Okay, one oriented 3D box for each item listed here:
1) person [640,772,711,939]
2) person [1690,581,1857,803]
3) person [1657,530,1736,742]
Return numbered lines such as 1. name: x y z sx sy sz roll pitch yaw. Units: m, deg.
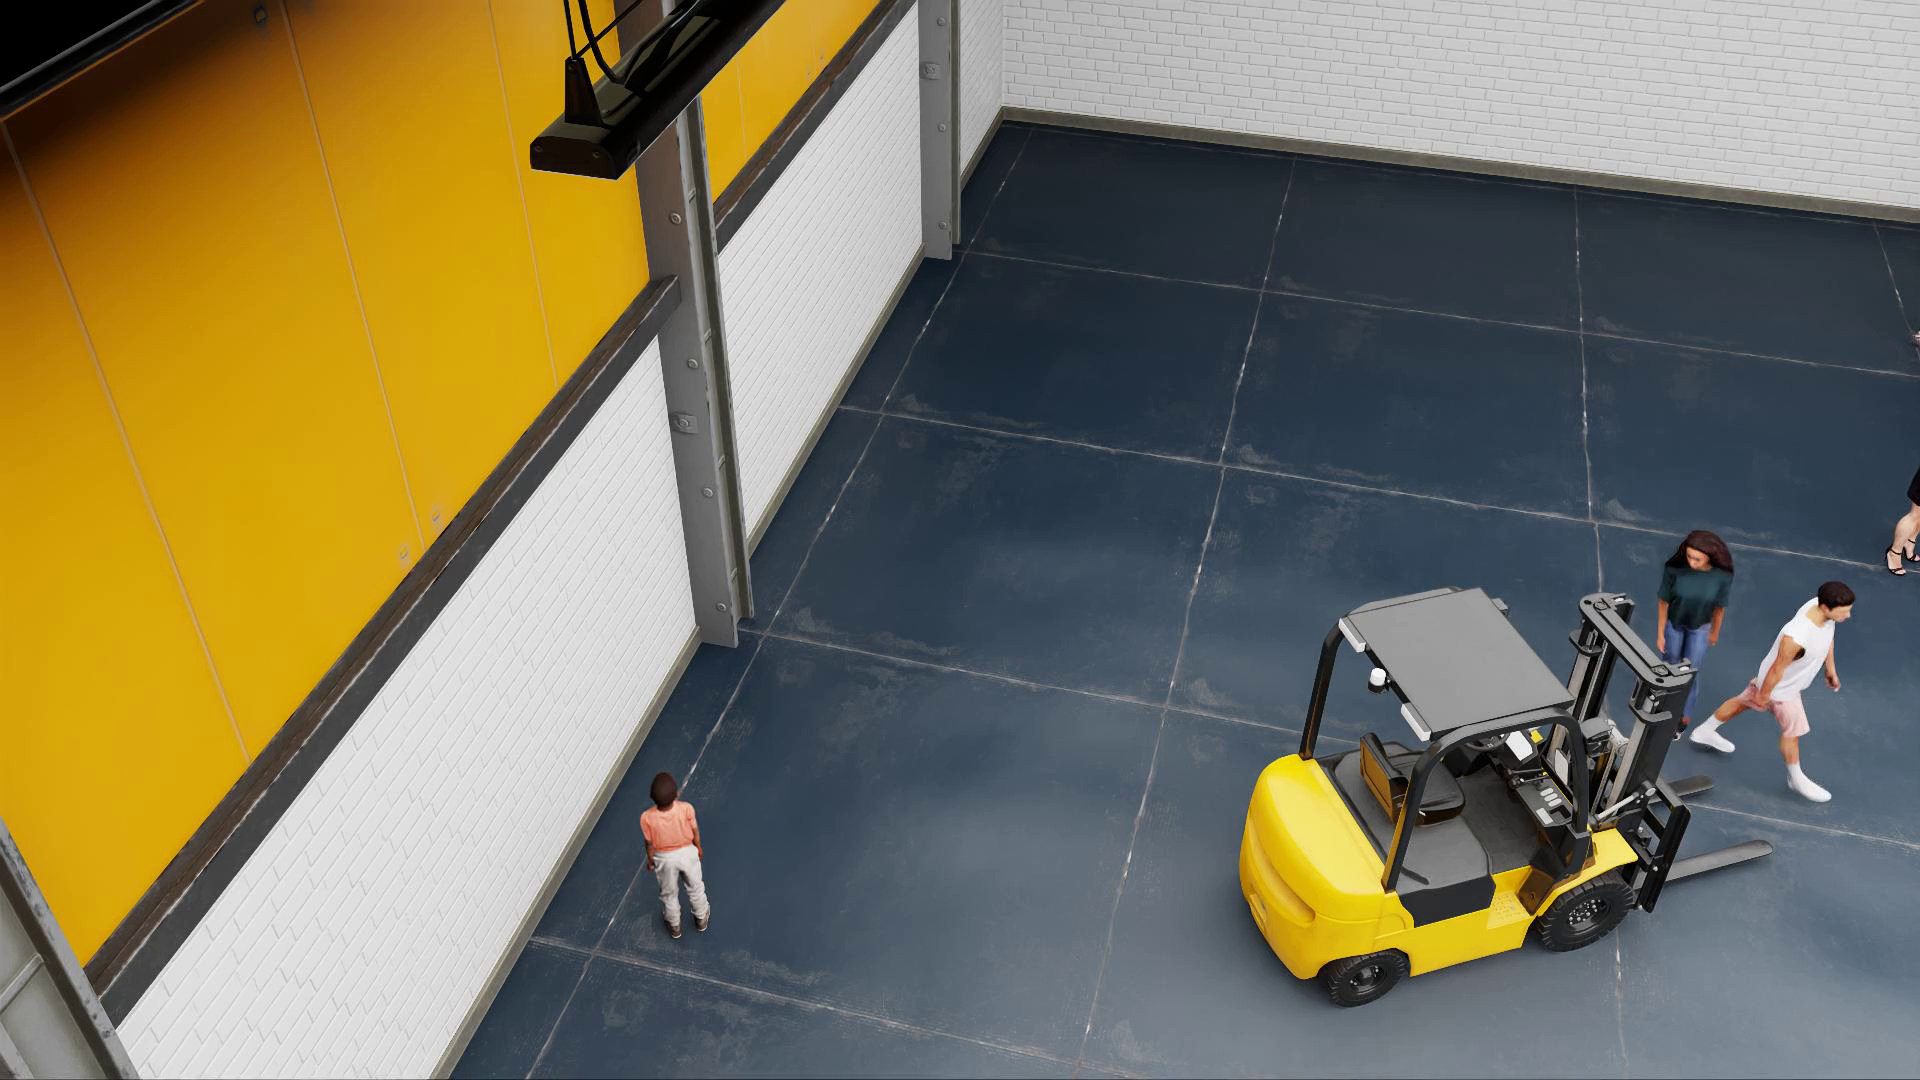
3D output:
1. person: -1.686 1.863 9.838 0.566 1.310 0.597 -9 39 -11
2. person: 5.239 0.865 10.761 0.999 1.719 1.185 24 44 27
3. person: 4.896 0.542 11.277 0.683 1.579 0.834 10 40 12
